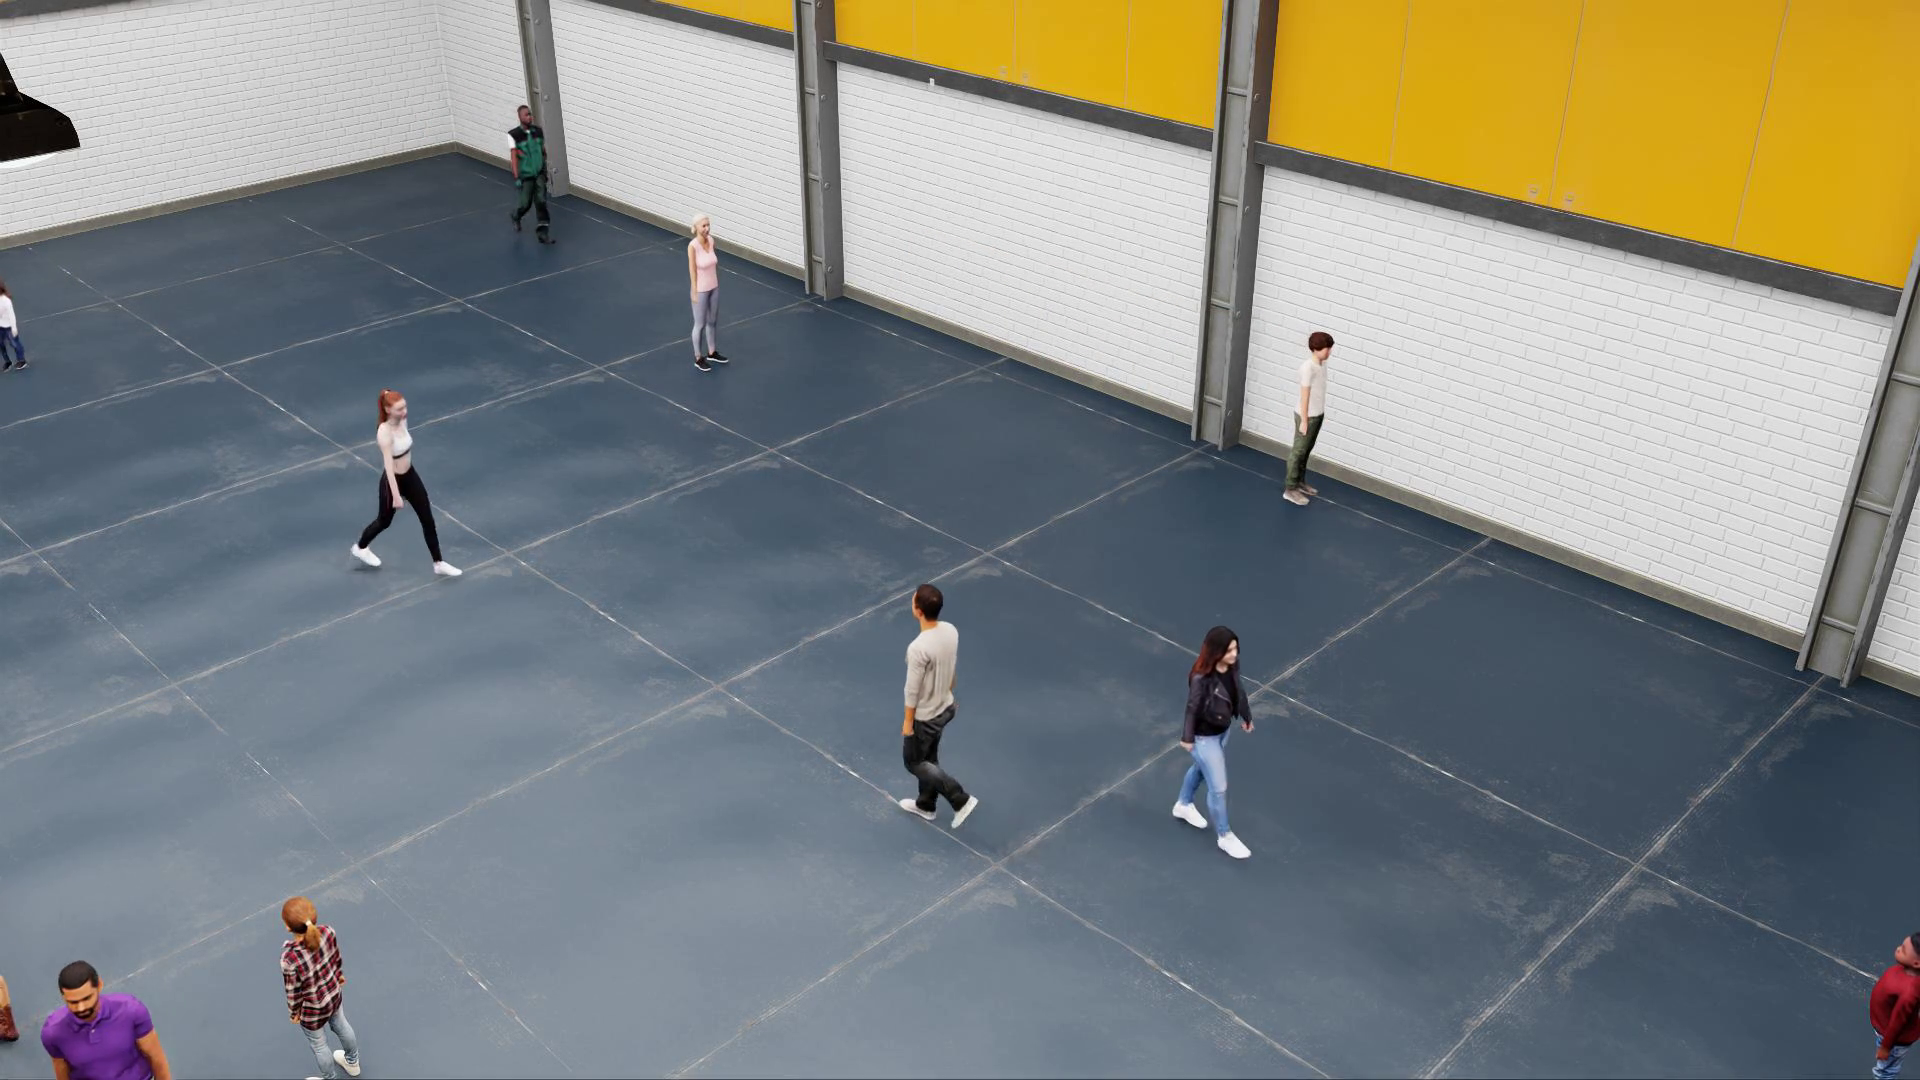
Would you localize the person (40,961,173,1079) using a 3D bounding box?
[{"bbox_3d":[-4.120,2.702,8.187,0.869,1.722,1.193,-15,32,-25],"label":"person"}]

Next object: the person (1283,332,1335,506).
[{"bbox_3d":[3.213,-1.149,15.320,0.587,1.653,0.620,18,33,29],"label":"person"}]

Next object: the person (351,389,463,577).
[{"bbox_3d":[-4.803,-0.451,13.997,1.302,1.694,1.056,7,29,12],"label":"person"}]

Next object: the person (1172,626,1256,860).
[{"bbox_3d":[1.585,1.248,10.965,0.913,1.614,0.671,23,36,35],"label":"person"}]

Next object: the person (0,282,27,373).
[{"bbox_3d":[-10.427,-2.375,18.157,0.594,1.089,0.655,2,29,4],"label":"person"}]

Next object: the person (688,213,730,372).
[{"bbox_3d":[-2.794,-2.739,18.158,0.552,1.725,0.589,20,34,32],"label":"person"}]

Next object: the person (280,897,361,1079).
[{"bbox_3d":[-3.494,2.469,9.049,0.605,1.306,0.596,14,32,24],"label":"person"}]

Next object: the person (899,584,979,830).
[{"bbox_3d":[-0.122,1.146,10.967,0.942,1.792,0.795,15,32,26],"label":"person"}]

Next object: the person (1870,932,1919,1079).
[{"bbox_3d":[5.005,2.597,8.869,0.537,1.253,0.533,17,33,29],"label":"person"}]

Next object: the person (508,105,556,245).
[{"bbox_3d":[-5.685,-4.802,21.841,0.683,1.820,0.992,-24,36,-36],"label":"person"}]
